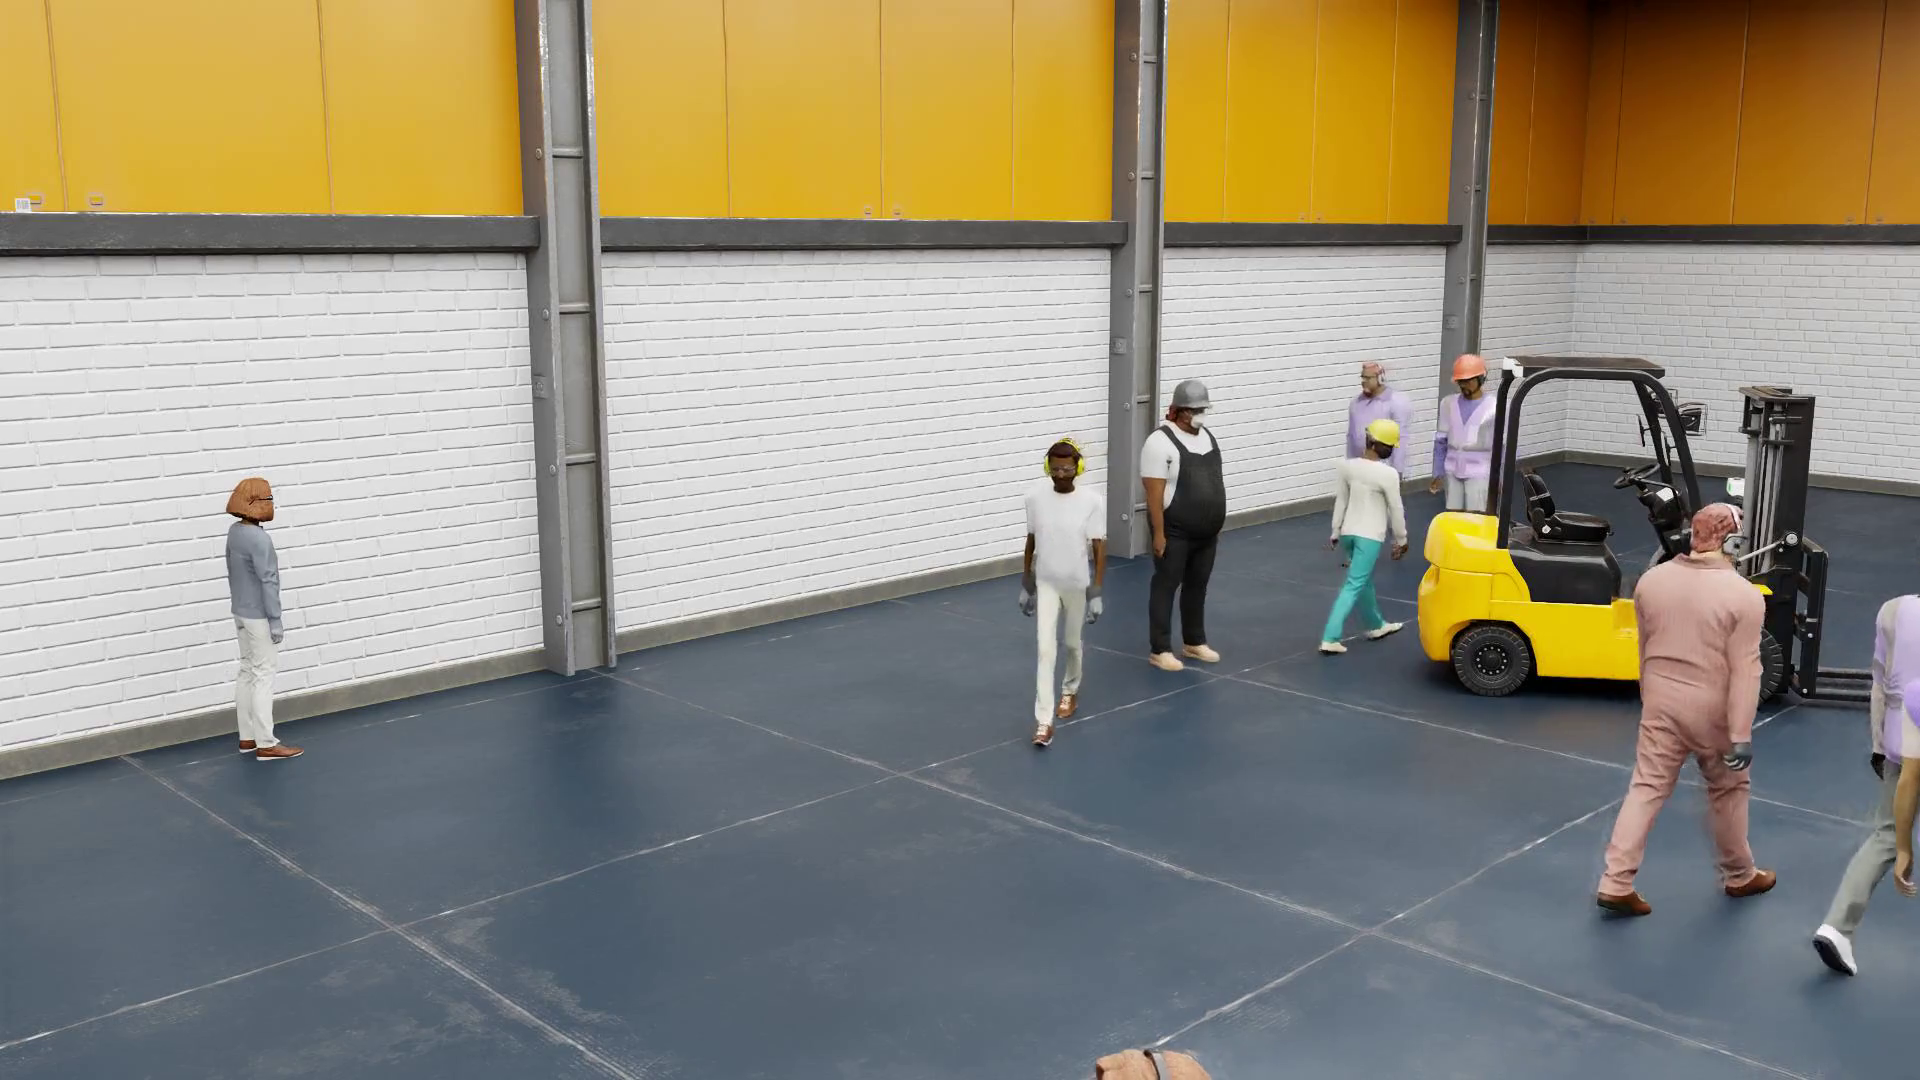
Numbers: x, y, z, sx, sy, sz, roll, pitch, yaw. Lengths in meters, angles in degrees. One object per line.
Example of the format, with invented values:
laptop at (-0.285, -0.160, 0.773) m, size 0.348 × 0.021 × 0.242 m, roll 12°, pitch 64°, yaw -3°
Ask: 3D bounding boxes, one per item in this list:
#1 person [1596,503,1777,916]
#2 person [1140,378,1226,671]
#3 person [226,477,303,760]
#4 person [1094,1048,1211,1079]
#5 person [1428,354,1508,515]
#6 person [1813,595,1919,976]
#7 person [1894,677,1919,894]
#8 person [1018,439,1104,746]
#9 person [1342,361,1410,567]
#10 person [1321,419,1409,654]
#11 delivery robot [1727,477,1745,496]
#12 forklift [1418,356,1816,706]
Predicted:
person at (3.255, 0.755, 7.386) m, size 1.033 × 1.852 × 0.649 m, roll -6°, pitch 12°, yaw -31°
person at (1.596, -0.117, 11.585) m, size 0.688 × 2.000 × 0.535 m, roll -8°, pitch 13°, yaw -38°
person at (-4.050, 0.449, 9.607) m, size 0.268 × 1.632 × 0.506 m, roll -10°, pitch 14°, yaw -43°
person at (0.390, 1.667, 2.986) m, size 0.481 × 1.625 × 0.520 m, roll -2°, pitch 11°, yaw -10°
person at (4.352, -0.582, 14.211) m, size 0.609 × 2.013 × 0.497 m, roll 10°, pitch 14°, yaw 44°
person at (3.904, 0.854, 6.718) m, size 0.892 × 1.895 × 0.585 m, roll -5°, pitch 12°, yaw -27°
person at (3.479, 1.077, 5.651) m, size 0.593 × 1.826 × 0.618 m, roll 8°, pitch 13°, yaw 37°
person at (0.610, 0.284, 10.058) m, size 0.530 × 1.812 × 1.019 m, roll 2°, pitch 11°, yaw 10°
person at (3.779, -0.687, 15.101) m, size 0.539 × 1.888 × 0.662 m, roll -8°, pitch 13°, yaw -38°
person at (2.953, -0.028, 12.028) m, size 0.896 × 1.702 × 0.540 m, roll -6°, pitch 12°, yaw -29°
delivery robot at (8.500, -0.522, 17.590) m, size 0.707 × 0.478 × 0.477 m, roll 5°, pitch 12°, yaw 25°
forklift at (4.276, -0.101, 11.076) m, size 2.313 × 2.155 × 1.214 m, roll 2°, pitch 11°, yaw 13°
